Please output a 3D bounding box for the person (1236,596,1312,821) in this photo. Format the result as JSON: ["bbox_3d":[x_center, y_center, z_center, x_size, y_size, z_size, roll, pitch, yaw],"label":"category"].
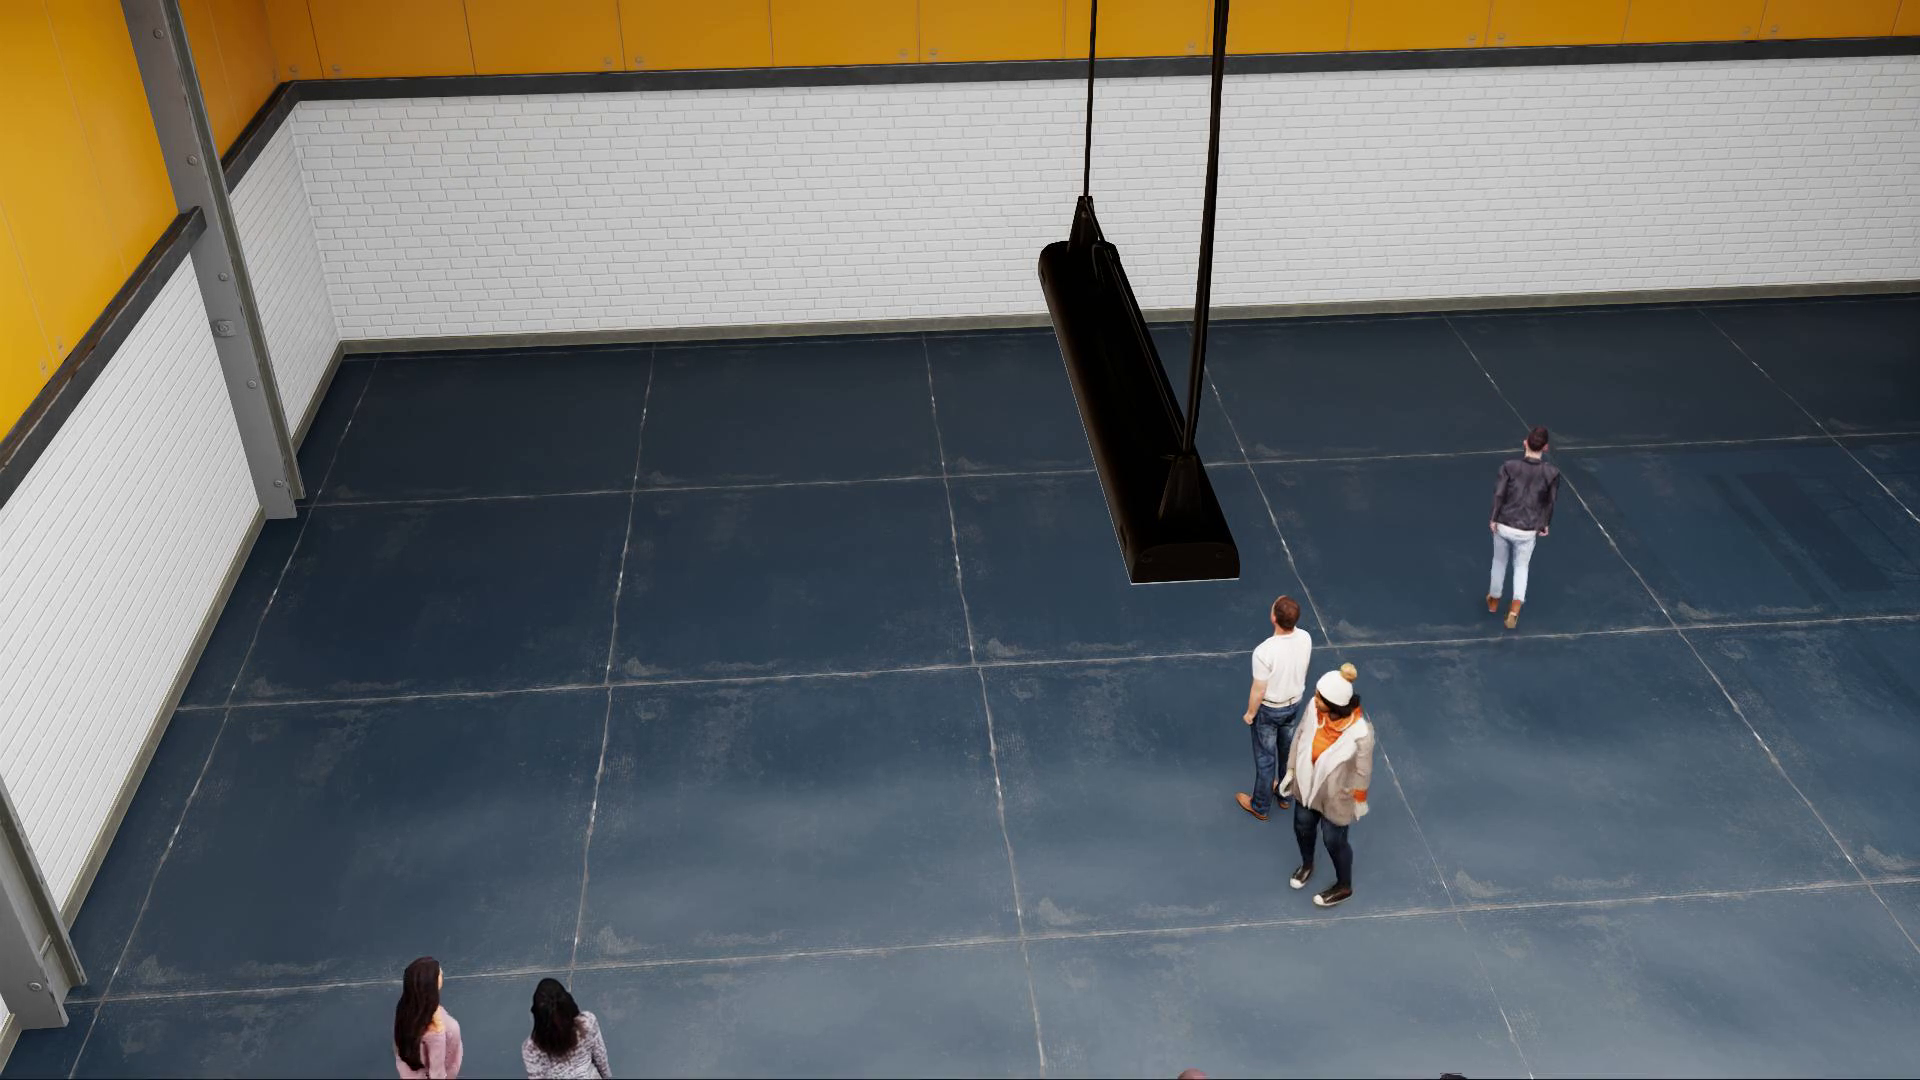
[{"bbox_3d":[2.252,1.187,11.787,0.736,1.854,0.715,-17,37,-24],"label":"person"}]

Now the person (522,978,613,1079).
[{"bbox_3d":[-2.138,3.041,9.109,0.697,1.732,0.692,-21,39,-28],"label":"person"}]

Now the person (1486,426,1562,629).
[{"bbox_3d":[4.600,-0.072,13.715,0.823,1.817,1.022,6,34,9],"label":"person"}]

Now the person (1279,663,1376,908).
[{"bbox_3d":[2.509,1.574,11.184,0.895,1.879,0.967,27,42,35],"label":"person"}]

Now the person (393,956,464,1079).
[{"bbox_3d":[-2.960,3.071,9.040,1.141,1.758,1.176,27,42,35],"label":"person"}]
